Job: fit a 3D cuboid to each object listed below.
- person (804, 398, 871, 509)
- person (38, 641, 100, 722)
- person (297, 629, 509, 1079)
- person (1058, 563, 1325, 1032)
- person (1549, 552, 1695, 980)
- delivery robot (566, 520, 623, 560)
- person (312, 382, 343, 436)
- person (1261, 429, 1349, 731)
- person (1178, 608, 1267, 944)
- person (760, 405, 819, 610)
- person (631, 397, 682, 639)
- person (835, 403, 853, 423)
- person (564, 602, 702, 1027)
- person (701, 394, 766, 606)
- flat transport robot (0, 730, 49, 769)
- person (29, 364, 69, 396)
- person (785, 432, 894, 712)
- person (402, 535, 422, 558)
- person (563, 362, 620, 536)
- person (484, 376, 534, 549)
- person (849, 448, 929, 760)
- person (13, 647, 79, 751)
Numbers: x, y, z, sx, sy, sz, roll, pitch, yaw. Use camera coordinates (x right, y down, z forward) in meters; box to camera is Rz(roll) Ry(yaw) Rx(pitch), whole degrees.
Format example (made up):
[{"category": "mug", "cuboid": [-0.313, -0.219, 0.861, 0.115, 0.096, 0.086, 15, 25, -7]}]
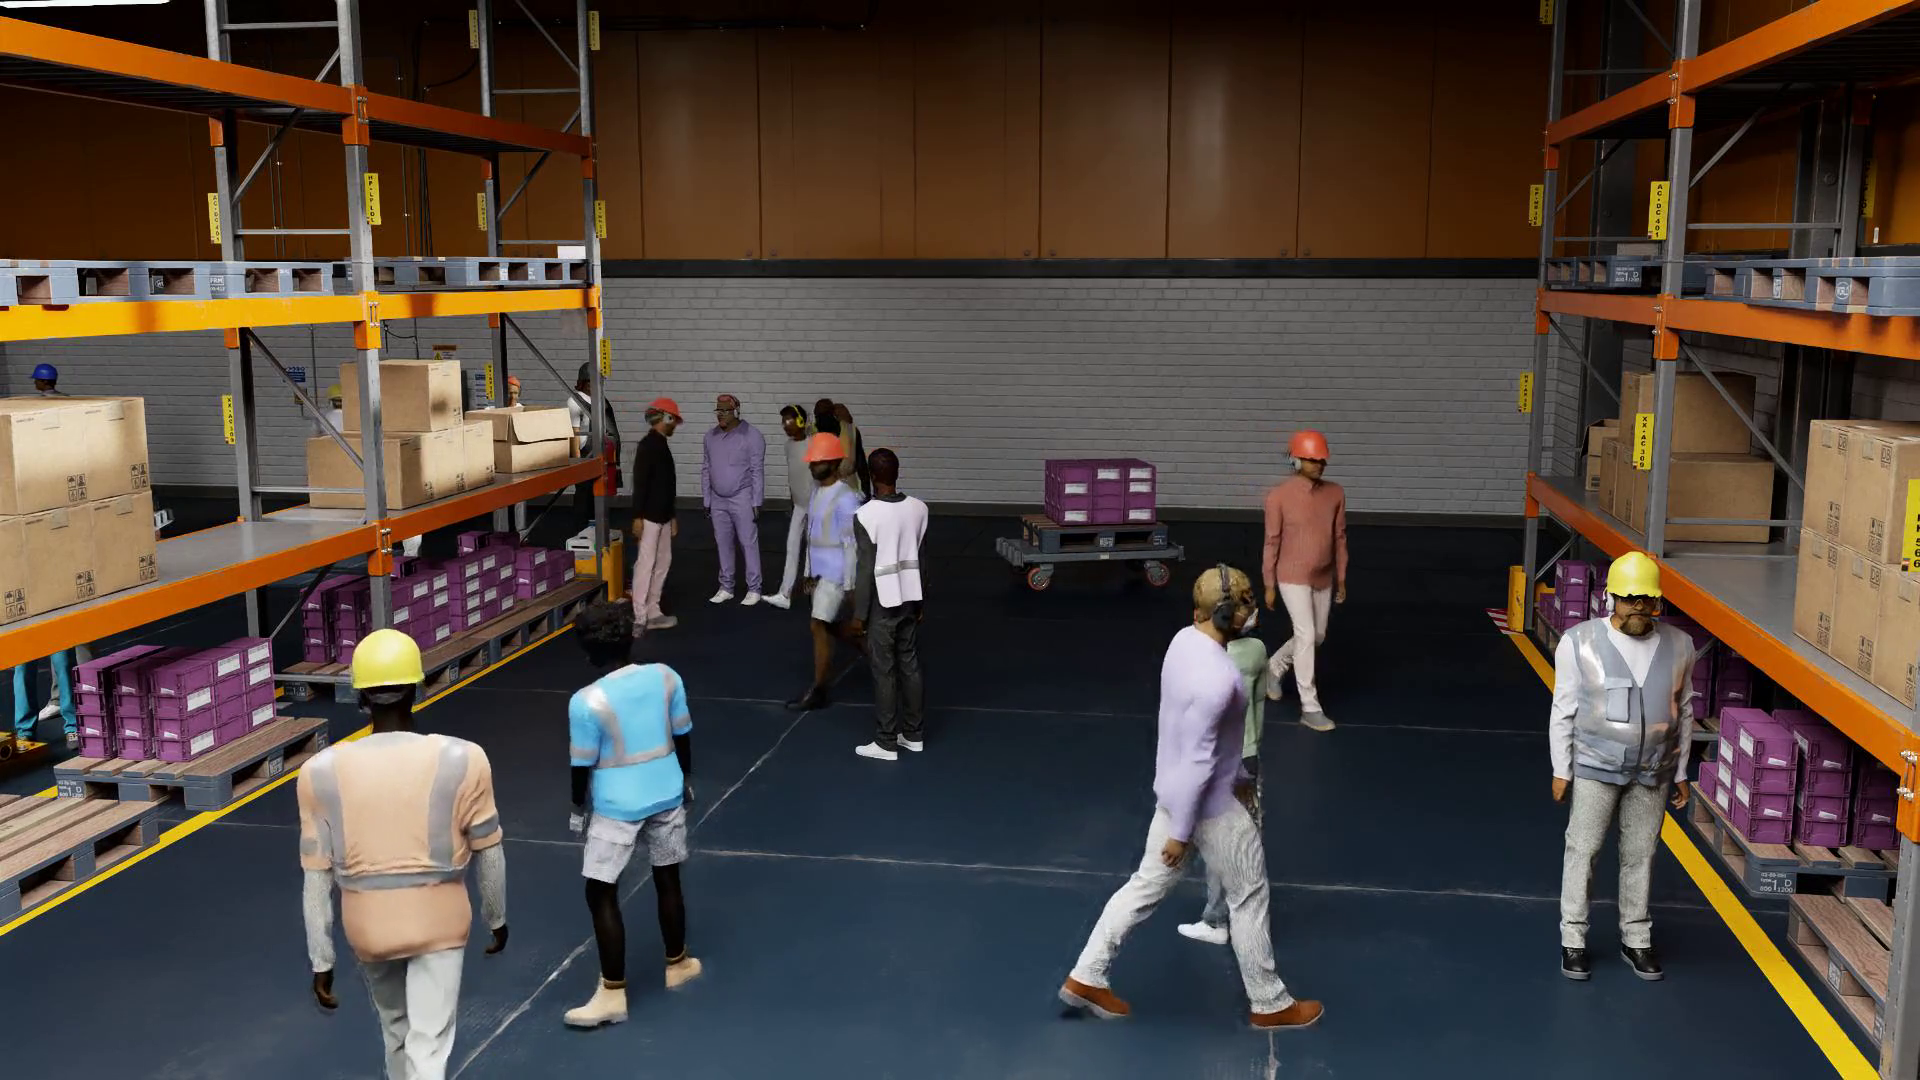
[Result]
[{"category": "person", "cuboid": [-1.208, -0.462, 15.836, 0.699, 1.806, 0.646, -2, 10, -15]}, {"category": "person", "cuboid": [-5.932, 0.265, 10.960, 0.585, 1.929, 0.370, 4, 10, 22]}, {"category": "person", "cuboid": [-1.761, 1.219, 5.265, 0.590, 1.873, 0.999, 0, 9, -2]}, {"category": "person", "cuboid": [0.894, 1.015, 6.493, 1.033, 1.896, 0.630, -1, 9, -8]}, {"category": "person", "cuboid": [2.794, 0.951, 7.020, 0.599, 1.832, 0.404, 0, 9, 1]}, {"category": "delivery robot", "cuboid": [-3.568, 0.044, 16.260, 0.477, 0.478, 0.707, 2, 9, 11]}, {"category": "person", "cuboid": [-6.561, -0.770, 17.685, 0.600, 1.814, 0.571, -2, 9, -9]}, {"category": "person", "cuboid": [2.265, 0.228, 11.082, 0.622, 1.965, 0.873, -4, 10, -25]}, {"category": "person", "cuboid": [1.168, 0.985, 7.430, 0.501, 1.631, 0.287, -8, 12, -39]}, {"category": "person", "cuboid": [-1.351, -0.285, 14.722, 0.672, 1.796, 0.996, 7, 12, 38]}, {"category": "person", "cuboid": [-2.531, -0.182, 13.688, 0.368, 1.956, 0.785, 1, 9, 7]}, {"category": "person", "cuboid": [-1.225, -0.591, 17.146, 0.274, 1.632, 0.503, -2, 9, -10]}, {"category": "person", "cuboid": [-1.342, 1.077, 6.736, 0.336, 1.674, 0.762, 9, 13, 43]}, {"category": "person", "cuboid": [-2.048, -0.358, 14.912, 0.647, 1.901, 0.402, 4, 10, 26]}, {"category": "flat transport robot", "cuboid": [-6.062, 1.321, 9.545, 0.652, 0.197, 1.431, 2, 10, 15]}, {"category": "person", "cuboid": [-10.249, -1.018, 18.810, 0.391, 1.946, 0.615, 1, 9, 7]}, {"category": "person", "cuboid": [-0.826, 0.202, 11.403, 0.805, 1.916, 0.554, -4, 10, -26]}, {"category": "person", "cuboid": [-5.479, -0.558, 16.305, 0.429, 1.841, 0.634, -4, 10, -22]}, {"category": "person", "cuboid": [-3.866, -0.882, 17.689, 0.538, 2.000, 0.683, 4, 10, 23]}, {"category": "person", "cuboid": [-4.758, -0.797, 17.640, 0.572, 1.887, 0.356, -7, 12, -38]}, {"category": "person", "cuboid": [-0.420, 0.393, 10.212, 0.371, 1.913, 0.597, 8, 12, 41]}, {"category": "person", "cuboid": [-5.720, 0.406, 10.340, 0.569, 1.844, 0.378, -3, 10, -20]}]
